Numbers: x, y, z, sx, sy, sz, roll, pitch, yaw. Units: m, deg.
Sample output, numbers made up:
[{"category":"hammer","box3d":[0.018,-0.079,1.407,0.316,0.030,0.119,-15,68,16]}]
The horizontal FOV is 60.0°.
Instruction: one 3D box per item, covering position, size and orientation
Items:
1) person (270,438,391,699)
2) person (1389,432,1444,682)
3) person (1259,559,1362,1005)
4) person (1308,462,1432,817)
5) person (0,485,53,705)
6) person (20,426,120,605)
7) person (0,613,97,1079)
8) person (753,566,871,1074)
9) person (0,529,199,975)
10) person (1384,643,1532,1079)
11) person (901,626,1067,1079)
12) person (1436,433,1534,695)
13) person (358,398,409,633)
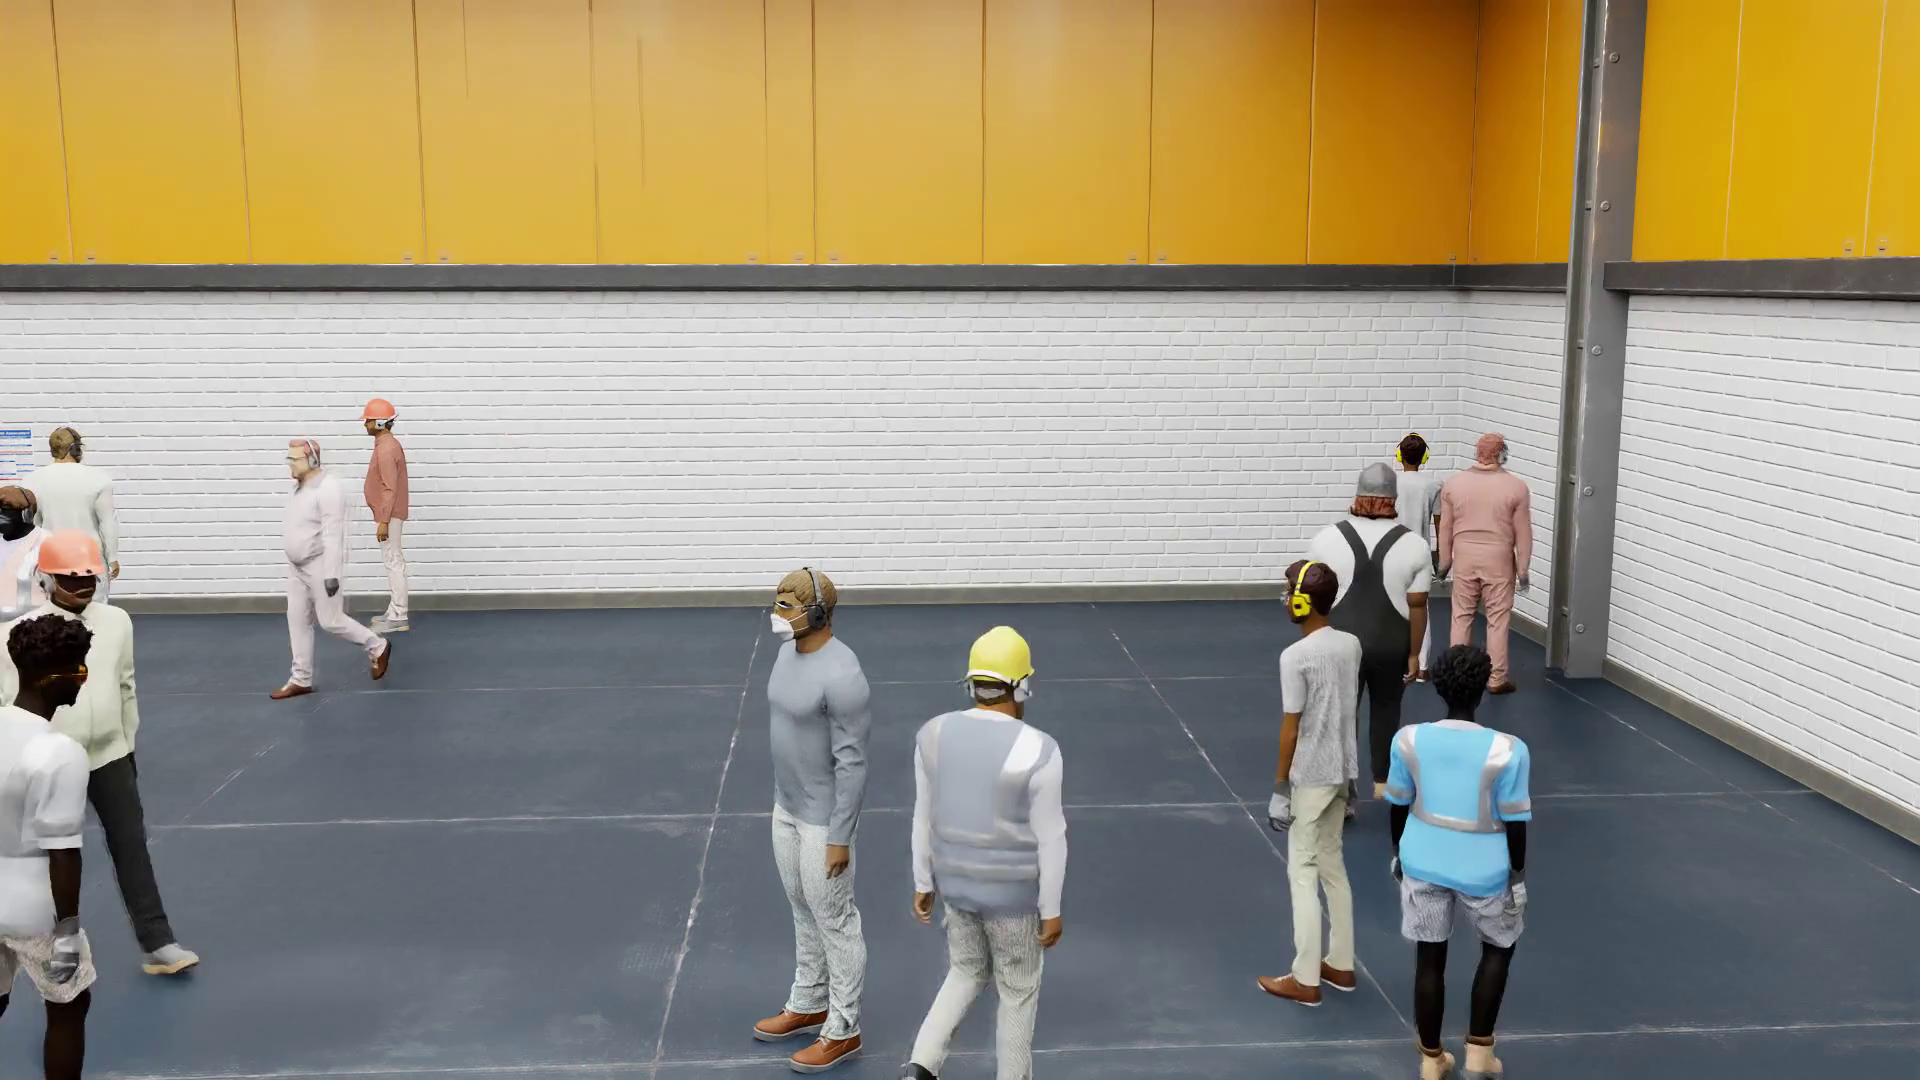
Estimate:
[{"category":"person","box3d":[-4.612,0.184,12.063,0.649,1.882,0.811,8,12,40]},{"category":"person","box3d":[3.340,0.132,12.421,0.537,1.869,0.312,1,9,5]},{"category":"person","box3d":[1.484,1.011,6.986,0.521,1.853,0.364,-8,12,-43]},{"category":"person","box3d":[2.284,0.533,9.371,0.687,2.000,0.963,3,10,18]},{"category":"person","box3d":[-5.376,0.602,9.553,0.626,1.846,0.429,3,10,19]},{"category":"person","box3d":[-6.488,0.138,12.181,0.629,1.937,0.379,-2,9,-12]},{"category":"person","box3d":[-3.194,1.219,5.477,0.662,1.933,0.759,5,10,27]},{"category":"person","box3d":[-0.564,1.058,6.396,0.373,1.940,0.628,-5,10,-30]},{"category":"person","box3d":[-3.706,0.940,7.078,0.686,1.981,0.630,6,11,32]},{"category":"person","box3d":[1.843,1.211,6.176,0.563,1.688,0.414,6,11,34]},{"category":"person","box3d":[0.069,1.217,5.816,0.588,1.816,0.603,6,11,35]},{"category":"person","box3d":[3.805,0.172,12.082,0.694,1.902,0.398,6,11,32]},{"category":"person","box3d":[-4.895,-0.213,14.199,0.376,1.995,0.609,-3,9,-17]}]
